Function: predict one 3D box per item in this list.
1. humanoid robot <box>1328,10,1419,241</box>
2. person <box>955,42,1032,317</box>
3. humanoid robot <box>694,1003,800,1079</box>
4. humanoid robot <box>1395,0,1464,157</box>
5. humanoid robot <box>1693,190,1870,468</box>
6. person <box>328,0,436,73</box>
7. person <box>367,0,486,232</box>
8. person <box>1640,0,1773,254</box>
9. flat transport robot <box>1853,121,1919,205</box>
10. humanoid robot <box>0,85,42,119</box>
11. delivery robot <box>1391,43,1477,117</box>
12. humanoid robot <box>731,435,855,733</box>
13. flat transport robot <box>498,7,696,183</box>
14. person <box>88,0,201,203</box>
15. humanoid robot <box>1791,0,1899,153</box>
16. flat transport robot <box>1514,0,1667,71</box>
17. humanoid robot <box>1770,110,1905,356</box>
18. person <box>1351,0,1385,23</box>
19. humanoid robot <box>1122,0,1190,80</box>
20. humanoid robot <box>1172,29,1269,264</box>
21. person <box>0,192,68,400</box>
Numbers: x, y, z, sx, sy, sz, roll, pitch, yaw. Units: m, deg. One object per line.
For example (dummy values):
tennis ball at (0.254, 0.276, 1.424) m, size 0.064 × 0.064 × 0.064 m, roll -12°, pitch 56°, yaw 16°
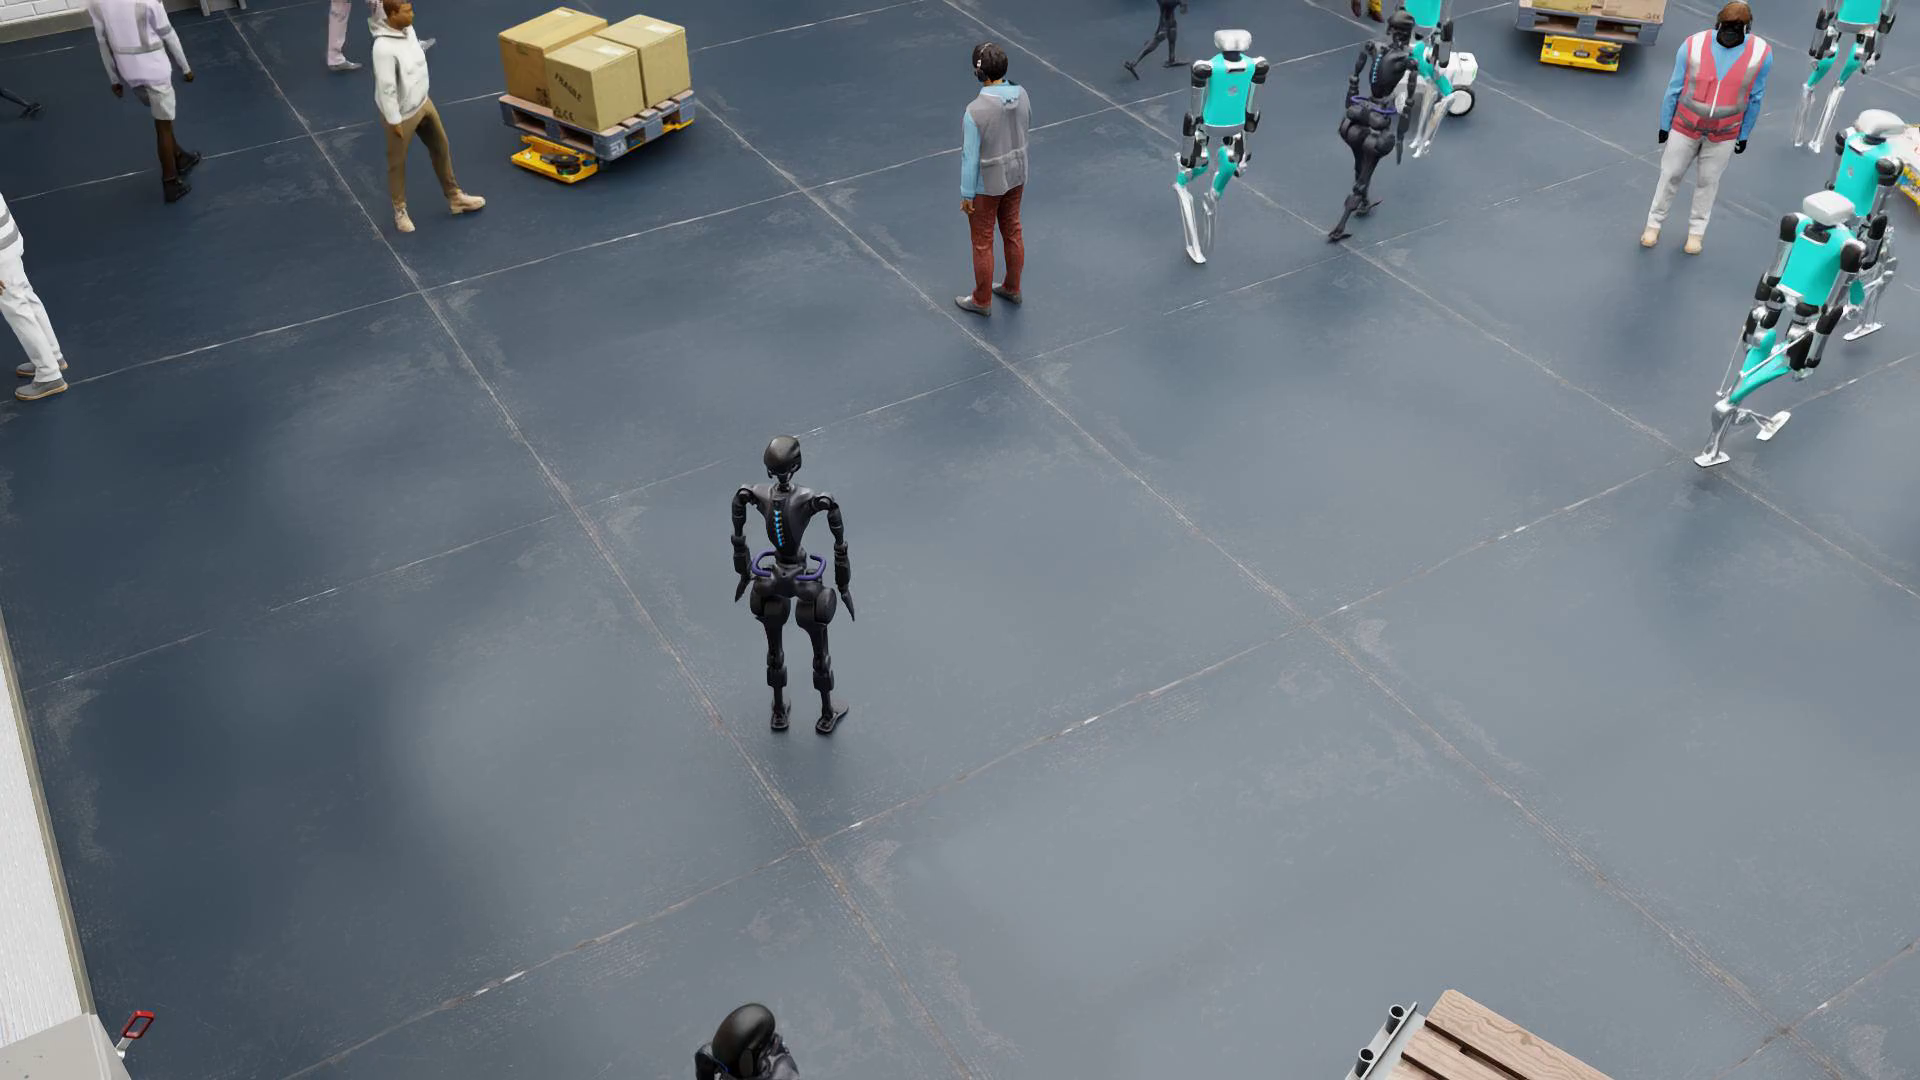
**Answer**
humanoid robot at (2.970, -2.997, 11.961) m, size 0.731 × 1.622 × 0.589 m, roll -28°, pitch 46°, yaw -31°
person at (0.233, -2.351, 10.970) m, size 0.534 × 1.873 × 0.416 m, roll -29°, pitch 46°, yaw -31°
humanoid robot at (-0.568, 2.061, 5.562) m, size 0.610 × 1.646 × 0.416 m, roll 19°, pitch 42°, yaw 23°
humanoid robot at (3.716, -3.823, 12.960) m, size 0.791 × 1.815 × 0.538 m, roll -24°, pitch 44°, yaw -27°
humanoid robot at (4.609, -1.128, 9.530) m, size 1.028 × 1.727 × 0.552 m, roll -17°, pitch 41°, yaw -20°
person at (-5.180, -4.944, 14.300) m, size 0.983 × 1.784 × 0.581 m, roll -22°, pitch 43°, yaw -25°
person at (-3.954, -3.084, 12.002) m, size 0.606 × 1.741 × 0.546 m, roll 11°, pitch 40°, yaw 14°
person at (5.233, -2.893, 11.689) m, size 0.628 × 1.835 × 0.431 m, roll 14°, pitch 41°, yaw 17°
flat transport robot at (7.542, -2.875, 12.919) m, size 0.659 × 0.231 × 1.431 m, roll -3°, pitch 38°, yaw -4°
humanoid robot at (-8.024, -4.051, 13.335) m, size 0.602 × 1.633 × 0.795 m, roll 23°, pitch 44°, yaw 26°
delivery robot at (3.968, -3.896, 13.968) m, size 0.755 × 0.583 × 0.521 m, roll 3°, pitch 38°, yaw 4°
humanoid robot at (-0.800, 0.216, 7.873) m, size 0.599 × 1.657 × 0.315 m, roll 7°, pitch 39°, yaw 8°
flat transport robot at (-2.881, -3.293, 13.446) m, size 0.659 × 0.231 × 1.431 m, roll 23°, pitch 44°, yaw 27°
person at (-6.018, -3.558, 12.459) m, size 0.546 × 1.903 × 0.825 m, roll 6°, pitch 39°, yaw 8°
humanoid robot at (6.885, -3.870, 13.019) m, size 0.558 × 1.808 × 0.728 m, roll 9°, pitch 39°, yaw 11°
flat transport robot at (5.692, -4.646, 15.154) m, size 0.659 × 0.231 × 1.431 m, roll 13°, pitch 40°, yaw 15°
humanoid robot at (5.809, -1.900, 10.546) m, size 1.061 × 1.741 × 0.532 m, roll -7°, pitch 39°, yaw -9°
person at (3.802, -5.537, 15.092) m, size 0.635 × 1.728 × 0.441 m, roll -8°, pitch 39°, yaw -10°
humanoid robot at (1.724, -4.788, 14.232) m, size 0.725 × 1.639 × 0.585 m, roll -14°, pitch 40°, yaw -17°
humanoid robot at (1.727, -2.704, 11.607) m, size 0.543 × 1.900 × 0.688 m, roll -8°, pitch 39°, yaw -10°
person at (-5.928, -1.753, 10.212) m, size 0.343 × 1.879 × 0.579 m, roll -15°, pitch 41°, yaw -18°
